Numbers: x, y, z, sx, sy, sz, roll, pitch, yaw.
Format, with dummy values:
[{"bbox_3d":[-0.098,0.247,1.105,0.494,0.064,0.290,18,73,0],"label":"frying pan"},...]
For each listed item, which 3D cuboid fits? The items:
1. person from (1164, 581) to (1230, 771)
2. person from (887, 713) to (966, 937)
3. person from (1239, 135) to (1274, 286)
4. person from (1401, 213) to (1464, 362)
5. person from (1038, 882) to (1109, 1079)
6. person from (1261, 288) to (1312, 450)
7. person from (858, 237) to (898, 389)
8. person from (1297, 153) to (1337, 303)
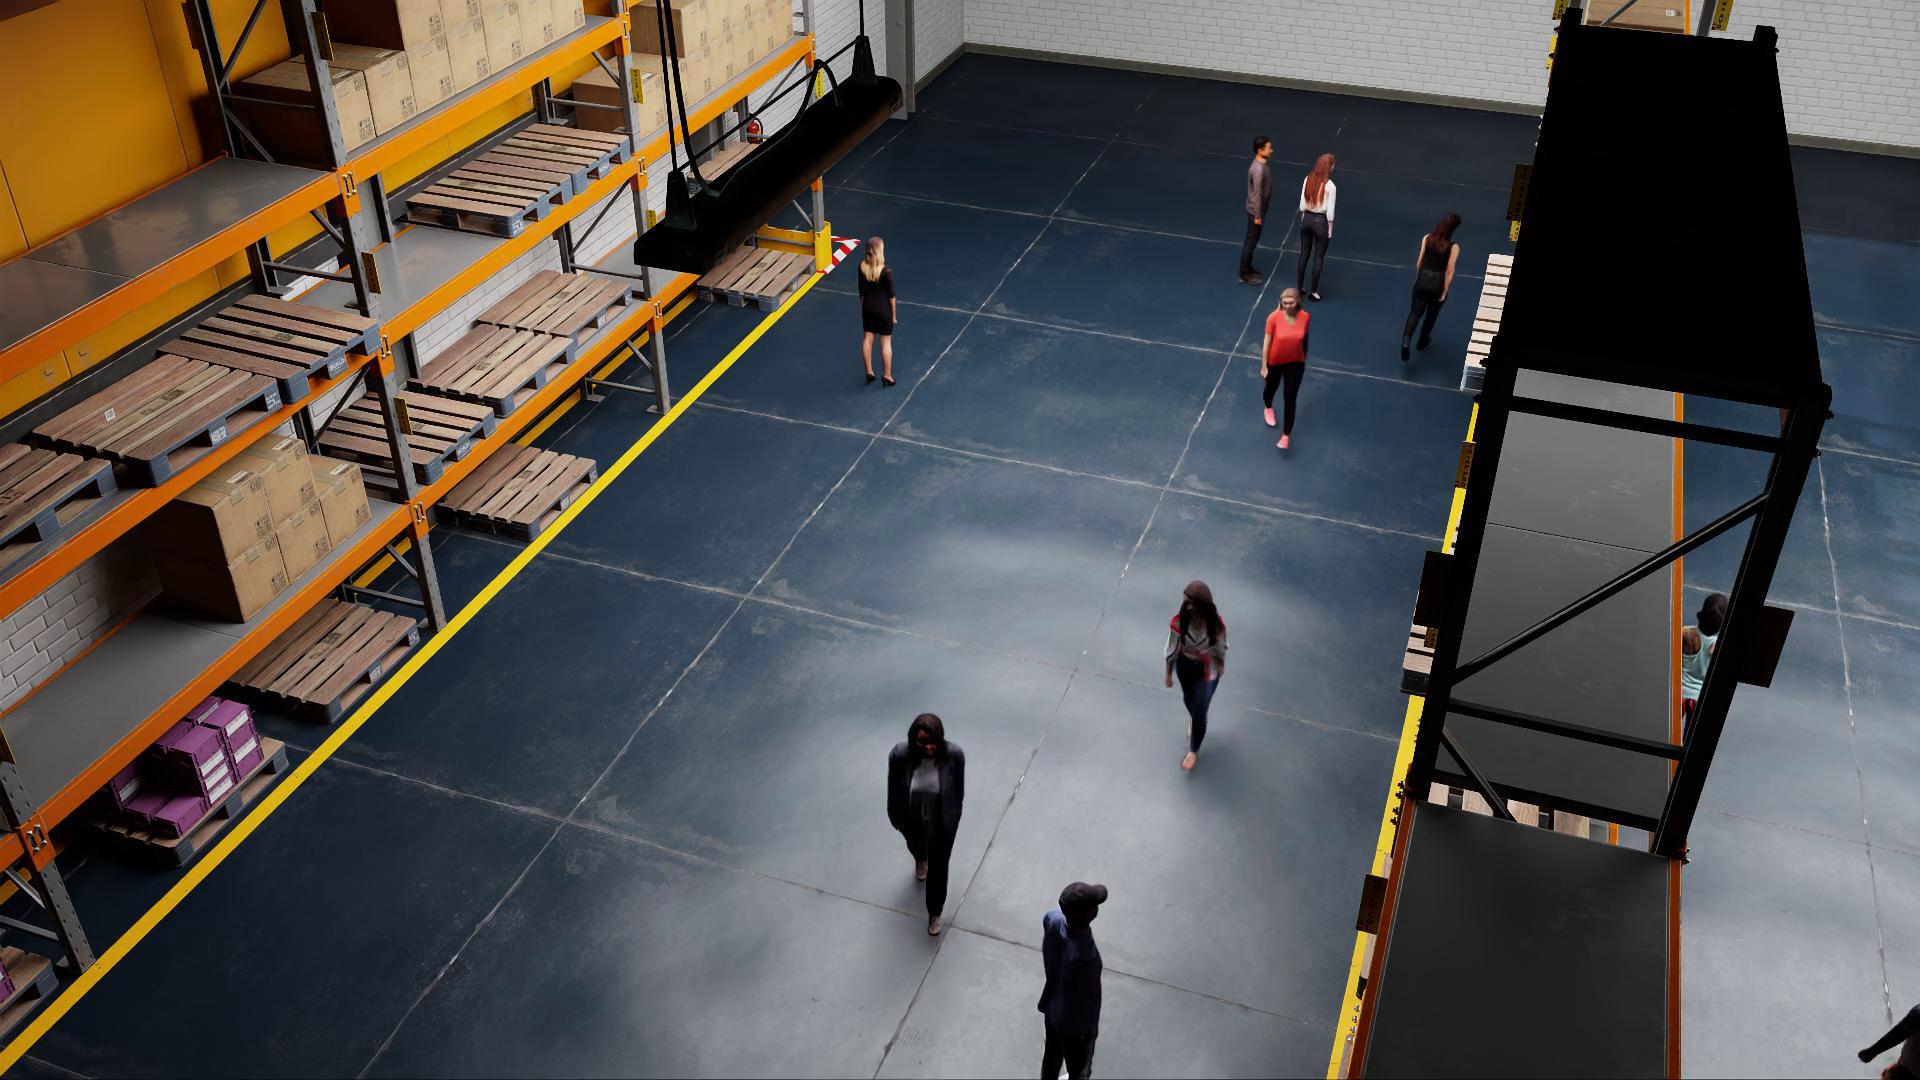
[{"bbox_3d":[1.809,0.915,12.482,0.598,1.574,0.861,7,34,11],"label":"person"},{"bbox_3d":[-0.225,1.794,11.170,0.883,1.562,1.116,0,34,0],"label":"person"},{"bbox_3d":[3.485,-3.896,19.545,0.468,1.768,0.717,-27,42,-34],"label":"person"},{"bbox_3d":[5.022,-2.678,17.814,0.773,1.657,1.114,18,38,25],"label":"person"},{"bbox_3d":[0.630,2.679,9.548,0.781,1.885,0.737,-17,37,-24],"label":"person"},{"bbox_3d":[3.202,-1.778,16.472,0.817,1.643,1.200,0,34,0],"label":"person"},{"bbox_3d":[-0.865,-2.374,17.338,0.565,1.677,0.487,15,36,21],"label":"person"},{"bbox_3d":[4.091,-3.593,19.096,0.668,1.761,0.647,27,42,35],"label":"person"}]
